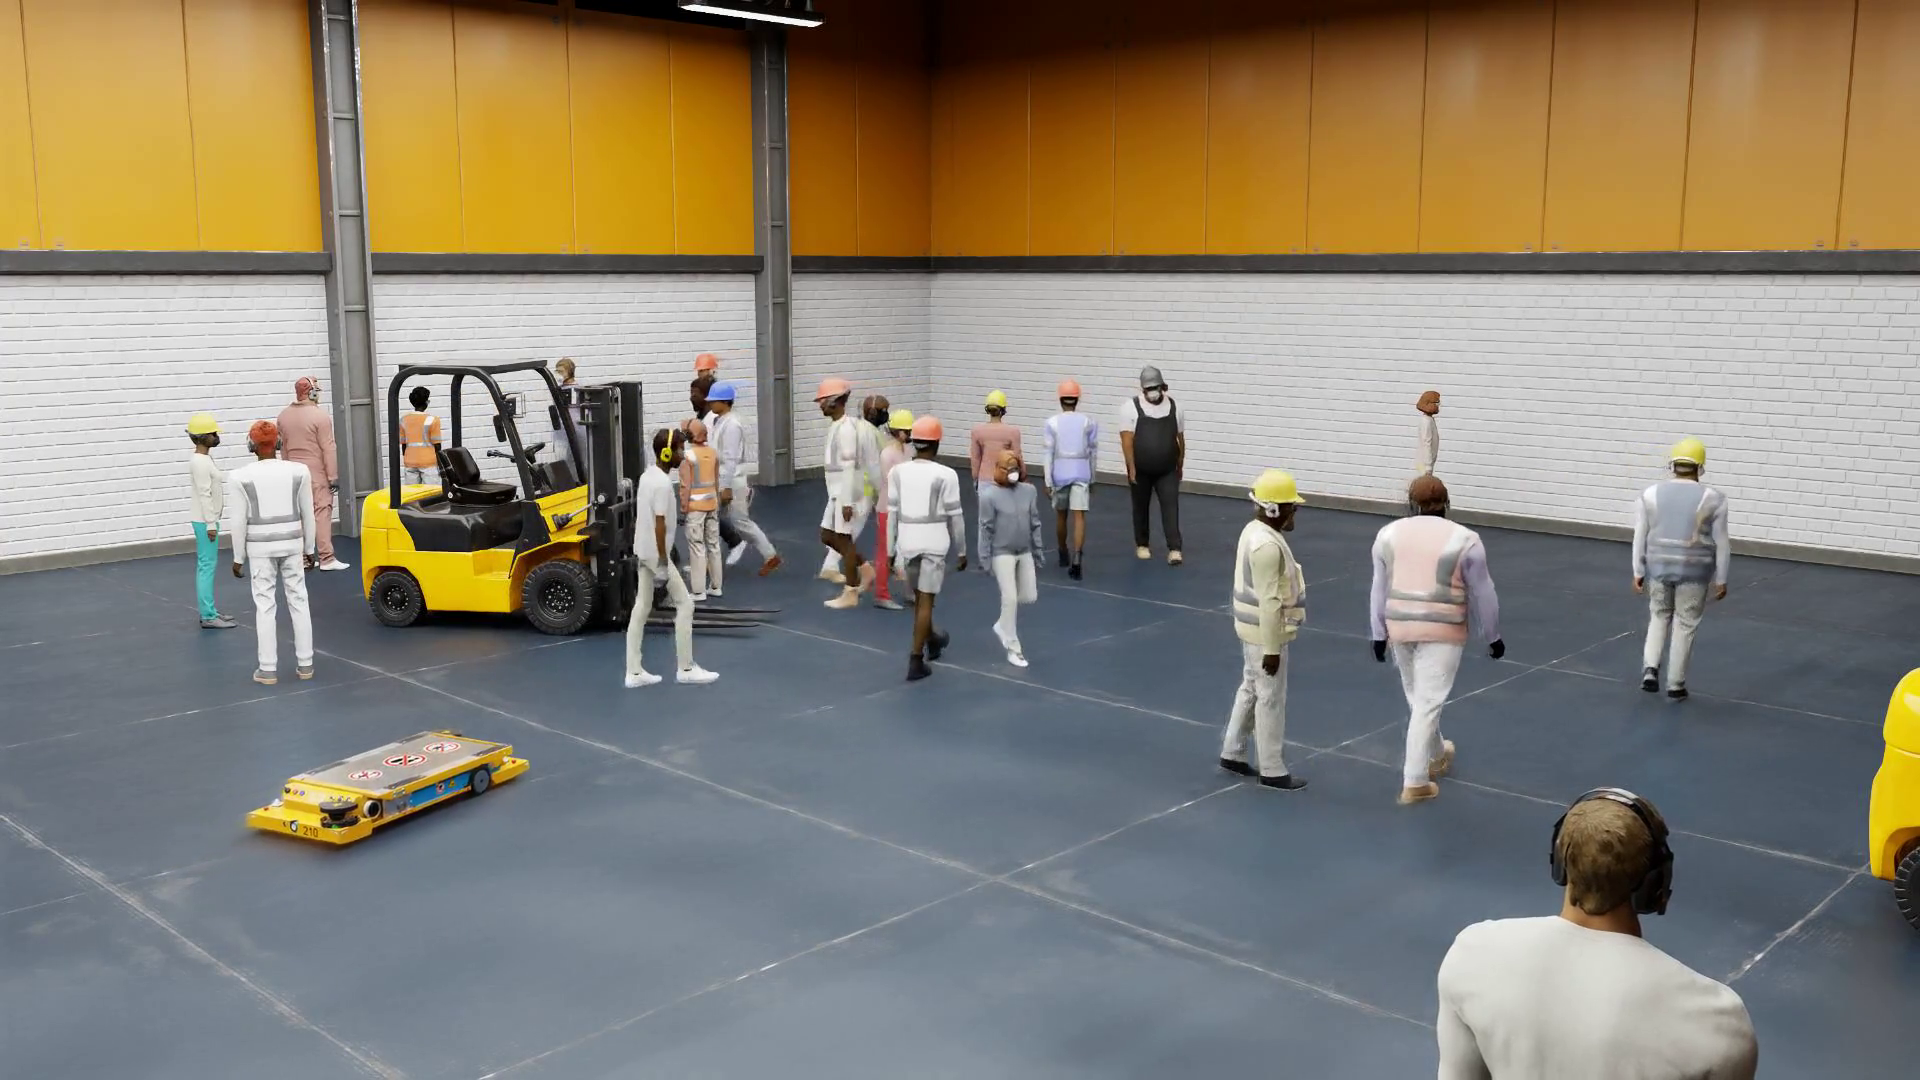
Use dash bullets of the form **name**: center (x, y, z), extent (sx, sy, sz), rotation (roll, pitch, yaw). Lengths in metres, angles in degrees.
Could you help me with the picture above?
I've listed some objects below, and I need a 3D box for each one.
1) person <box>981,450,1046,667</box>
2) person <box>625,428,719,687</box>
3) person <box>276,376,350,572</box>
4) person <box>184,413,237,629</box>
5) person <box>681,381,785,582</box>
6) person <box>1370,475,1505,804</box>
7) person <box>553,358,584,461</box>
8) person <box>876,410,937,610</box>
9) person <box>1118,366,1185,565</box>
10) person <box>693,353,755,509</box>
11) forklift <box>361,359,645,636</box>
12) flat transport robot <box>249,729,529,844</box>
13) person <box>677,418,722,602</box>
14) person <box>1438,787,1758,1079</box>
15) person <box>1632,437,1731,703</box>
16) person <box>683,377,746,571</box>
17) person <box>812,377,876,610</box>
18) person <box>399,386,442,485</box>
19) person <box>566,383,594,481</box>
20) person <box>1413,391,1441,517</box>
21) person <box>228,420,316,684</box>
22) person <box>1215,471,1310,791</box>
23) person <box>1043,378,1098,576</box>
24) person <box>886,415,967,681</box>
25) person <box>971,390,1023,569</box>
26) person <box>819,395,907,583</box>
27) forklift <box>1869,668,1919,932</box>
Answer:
- **person**: center (0.383, 0.120, 12.492), extent (0.530, 1.613, 0.508), rotation (-6, 11, -31)
- **person**: center (-2.063, 0.125, 11.774), extent (0.776, 1.829, 0.553), rotation (-5, 11, -29)
- **person**: center (-6.324, -0.643, 16.263), extent (0.639, 1.910, 0.407), rotation (4, 10, 22)
- **person**: center (-6.182, -0.156, 13.700), extent (0.305, 1.772, 0.527), rotation (-4, 10, -25)
- **person**: center (-2.143, -0.553, 15.715), extent (0.936, 1.919, 0.613), rotation (-4, 10, -25)
- **person**: center (2.710, 0.532, 9.389), extent (0.657, 1.792, 0.911), rotation (8, 12, 40)
- **person**: center (-4.484, -1.124, 19.117), extent (0.635, 1.937, 0.359), rotation (9, 13, 42)
- **person**: center (-0.466, -0.244, 14.295), extent (0.614, 1.746, 0.519), rotation (5, 10, 28)
- **person**: center (1.948, -0.769, 16.629), extent (0.701, 2.000, 1.011), rotation (-1, 9, -6)
- **person**: center (-2.908, -1.271, 19.970), extent (0.623, 1.965, 0.926), rotation (9, 13, 42)
- **forklift**: center (-3.850, -0.407, 13.936), extent (2.313, 2.155, 1.214), rotation (2, 9, 11)
- **flat transport robot**: center (-3.111, 1.329, 9.176), extent (0.652, 0.197, 1.431), rotation (5, 10, 26)
- **person**: center (-2.317, -0.265, 14.775), extent (0.310, 1.636, 0.523), rotation (5, 11, 30)
- **person**: center (1.271, 1.442, 3.388), extent (0.630, 1.940, 0.372), rotation (8, 12, 40)
- **person**: center (4.908, 0.208, 11.314), extent (0.608, 1.815, 0.422), rotation (8, 12, 40)
- **person**: center (-2.433, -0.636, 16.232), extent (0.516, 1.902, 0.621), rotation (-6, 11, -31)
- **person**: center (-1.000, -0.400, 14.429), extent (0.534, 2.020, 0.704), rotation (-2, 9, -13)
- **person**: center (-5.818, -0.815, 17.992), extent (0.530, 1.689, 0.321), rotation (3, 10, 20)
- **person**: center (-3.471, -0.479, 15.232), extent (0.547, 1.916, 0.674), rotation (-3, 10, -20)
- **person**: center (5.092, -0.808, 18.114), extent (0.282, 1.633, 0.500), rotation (2, 10, 14)
- **person**: center (-4.888, 0.085, 11.865), extent (0.576, 1.886, 0.351), rotation (-7, 11, -35)
- **person**: center (1.714, 0.521, 9.469), extent (0.590, 1.837, 0.603), rotation (0, 9, 2)
- **person**: center (1.066, -0.614, 16.136), extent (0.536, 1.900, 0.968), rotation (1, 9, 4)
- **person**: center (-0.218, 0.030, 12.207), extent (0.562, 1.882, 0.962), rotation (5, 10, 26)
- **person**: center (0.361, -0.580, 16.301), extent (0.525, 1.772, 0.305), rotation (3, 10, 17)
- **person**: center (-0.859, -0.468, 15.596), extent (1.005, 1.789, 0.613), rotation (1, 9, 7)
- **forklift**: center (5.205, 0.723, 7.013), extent (2.313, 2.155, 1.214), rotation (9, 13, 43)
